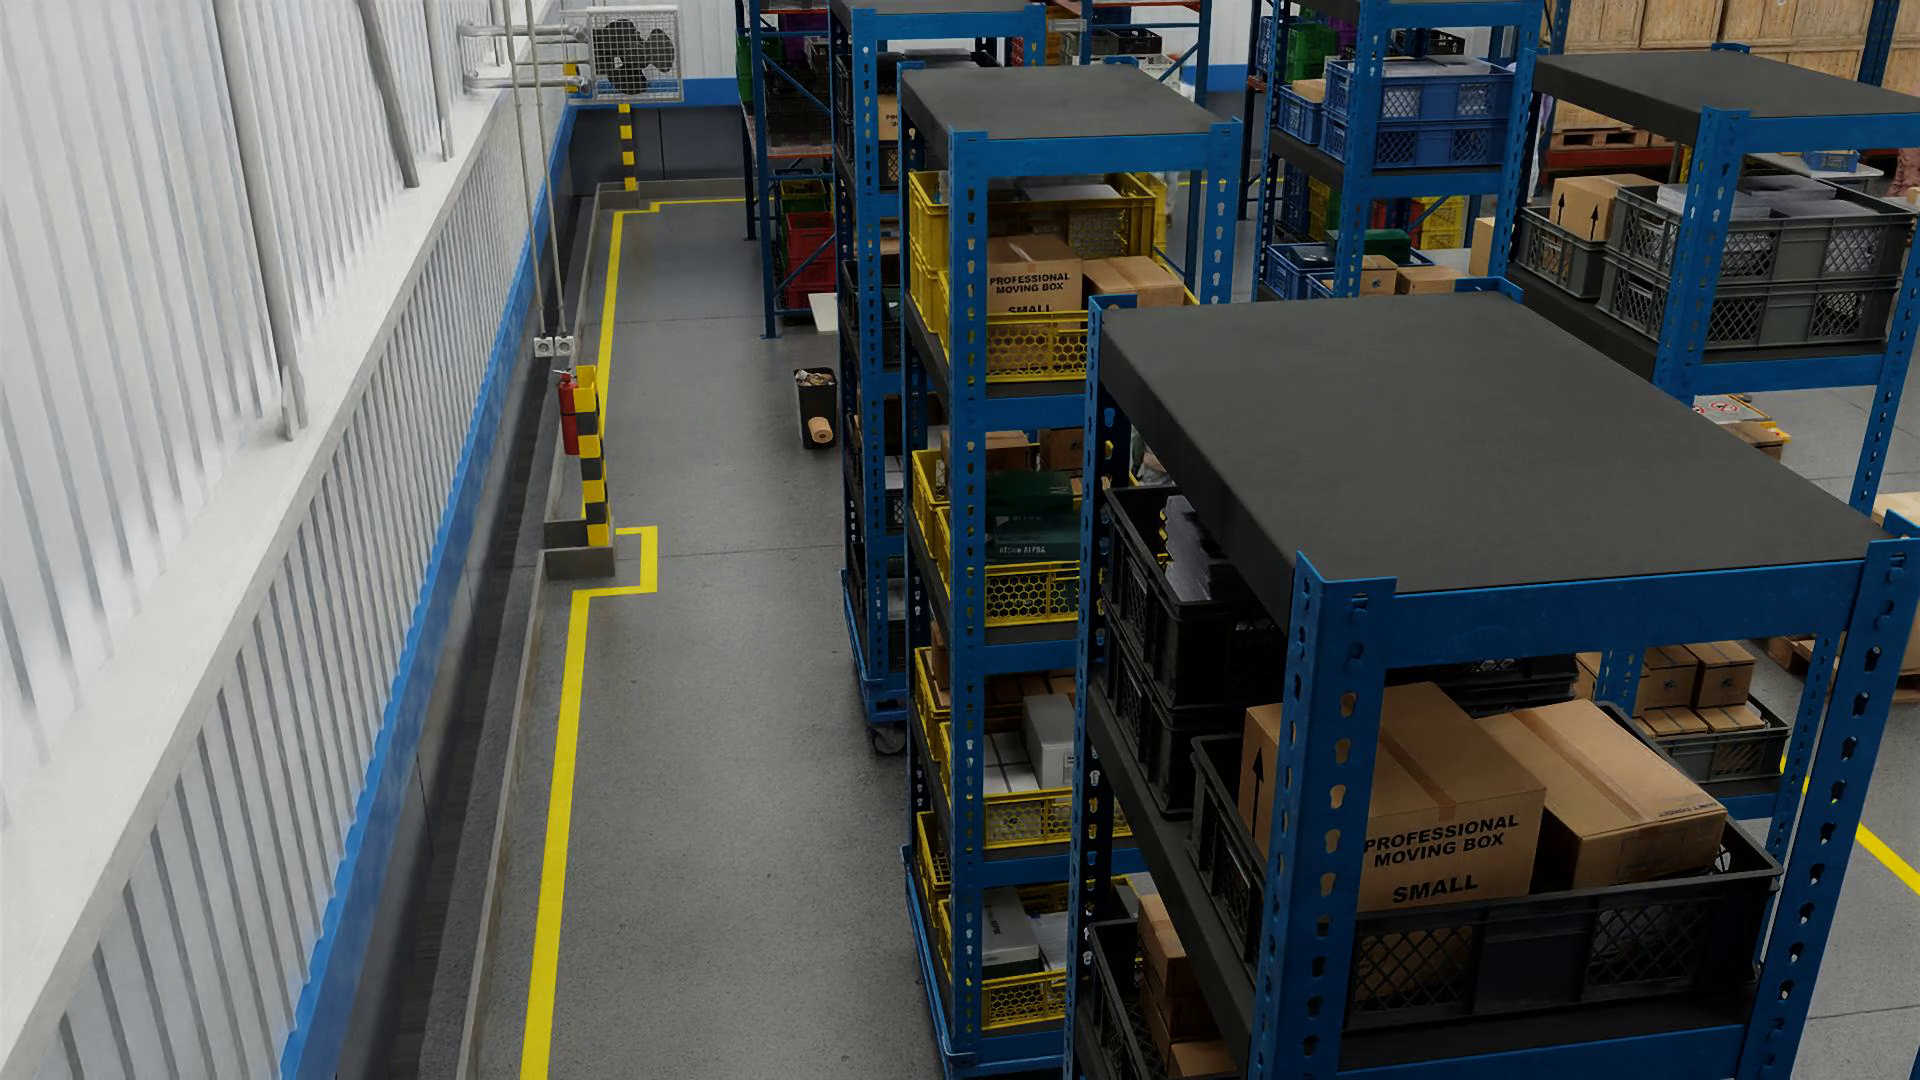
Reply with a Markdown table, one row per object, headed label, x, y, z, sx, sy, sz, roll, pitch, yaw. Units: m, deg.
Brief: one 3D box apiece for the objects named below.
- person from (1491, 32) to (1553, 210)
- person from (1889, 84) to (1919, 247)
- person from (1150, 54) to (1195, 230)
| label | x | y | z | sx | sy | sz | roll | pitch | yaw |
| --- | --- | --- | --- | --- | --- | --- | --- | --- | --- |
| person | 6.165 | -4.568 | 18.218 | 0.629 | 1.936 | 0.374 | -7 | 25 | -14 |
| person | 9.795 | -3.953 | 16.936 | 0.399 | 1.900 | 0.634 | 5 | 25 | 11 |
| person | 2.167 | -4.107 | 17.340 | 0.594 | 1.832 | 0.979 | 2 | 25 | 5 |
